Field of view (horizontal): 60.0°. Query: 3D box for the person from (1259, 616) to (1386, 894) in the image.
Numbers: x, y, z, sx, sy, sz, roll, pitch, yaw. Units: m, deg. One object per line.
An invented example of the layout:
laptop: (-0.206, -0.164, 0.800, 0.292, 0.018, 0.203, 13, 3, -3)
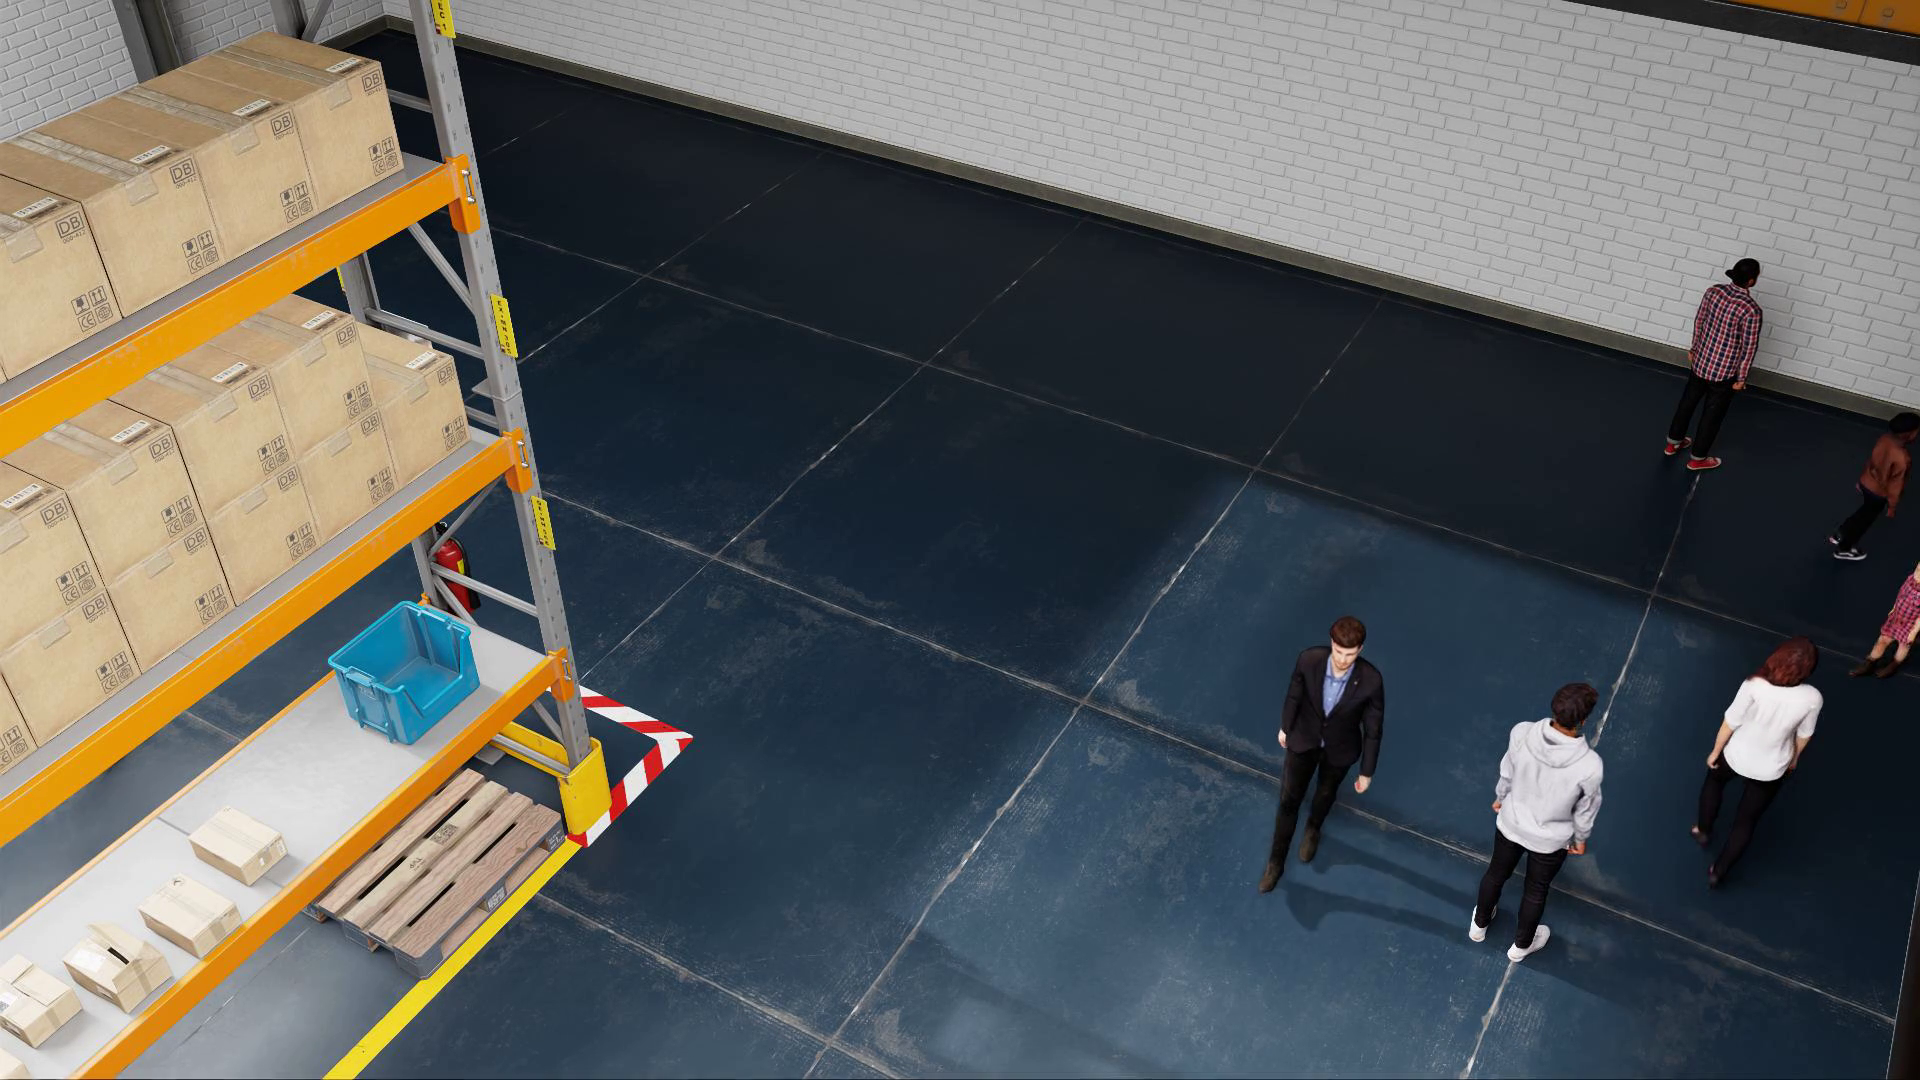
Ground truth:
person: (2.074, 1.089, 9.370, 0.794, 1.867, 0.981, 15, 41, 18)

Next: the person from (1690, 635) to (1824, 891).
person: (4.368, 1.303, 9.173, 0.678, 1.779, 0.782, 14, 41, 17)

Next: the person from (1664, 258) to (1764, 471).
person: (5.692, -1.334, 12.488, 0.788, 1.761, 0.785, -20, 43, -23)

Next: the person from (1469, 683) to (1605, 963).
person: (3.053, 1.497, 8.808, 0.716, 1.930, 0.642, 26, 46, 29)

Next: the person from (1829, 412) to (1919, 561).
person: (6.384, -0.368, 11.691, 0.667, 1.247, 0.564, 3, 39, 3)

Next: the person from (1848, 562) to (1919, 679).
person: (6.199, 0.498, 10.794, 0.668, 1.013, 0.600, -13, 40, -15)
